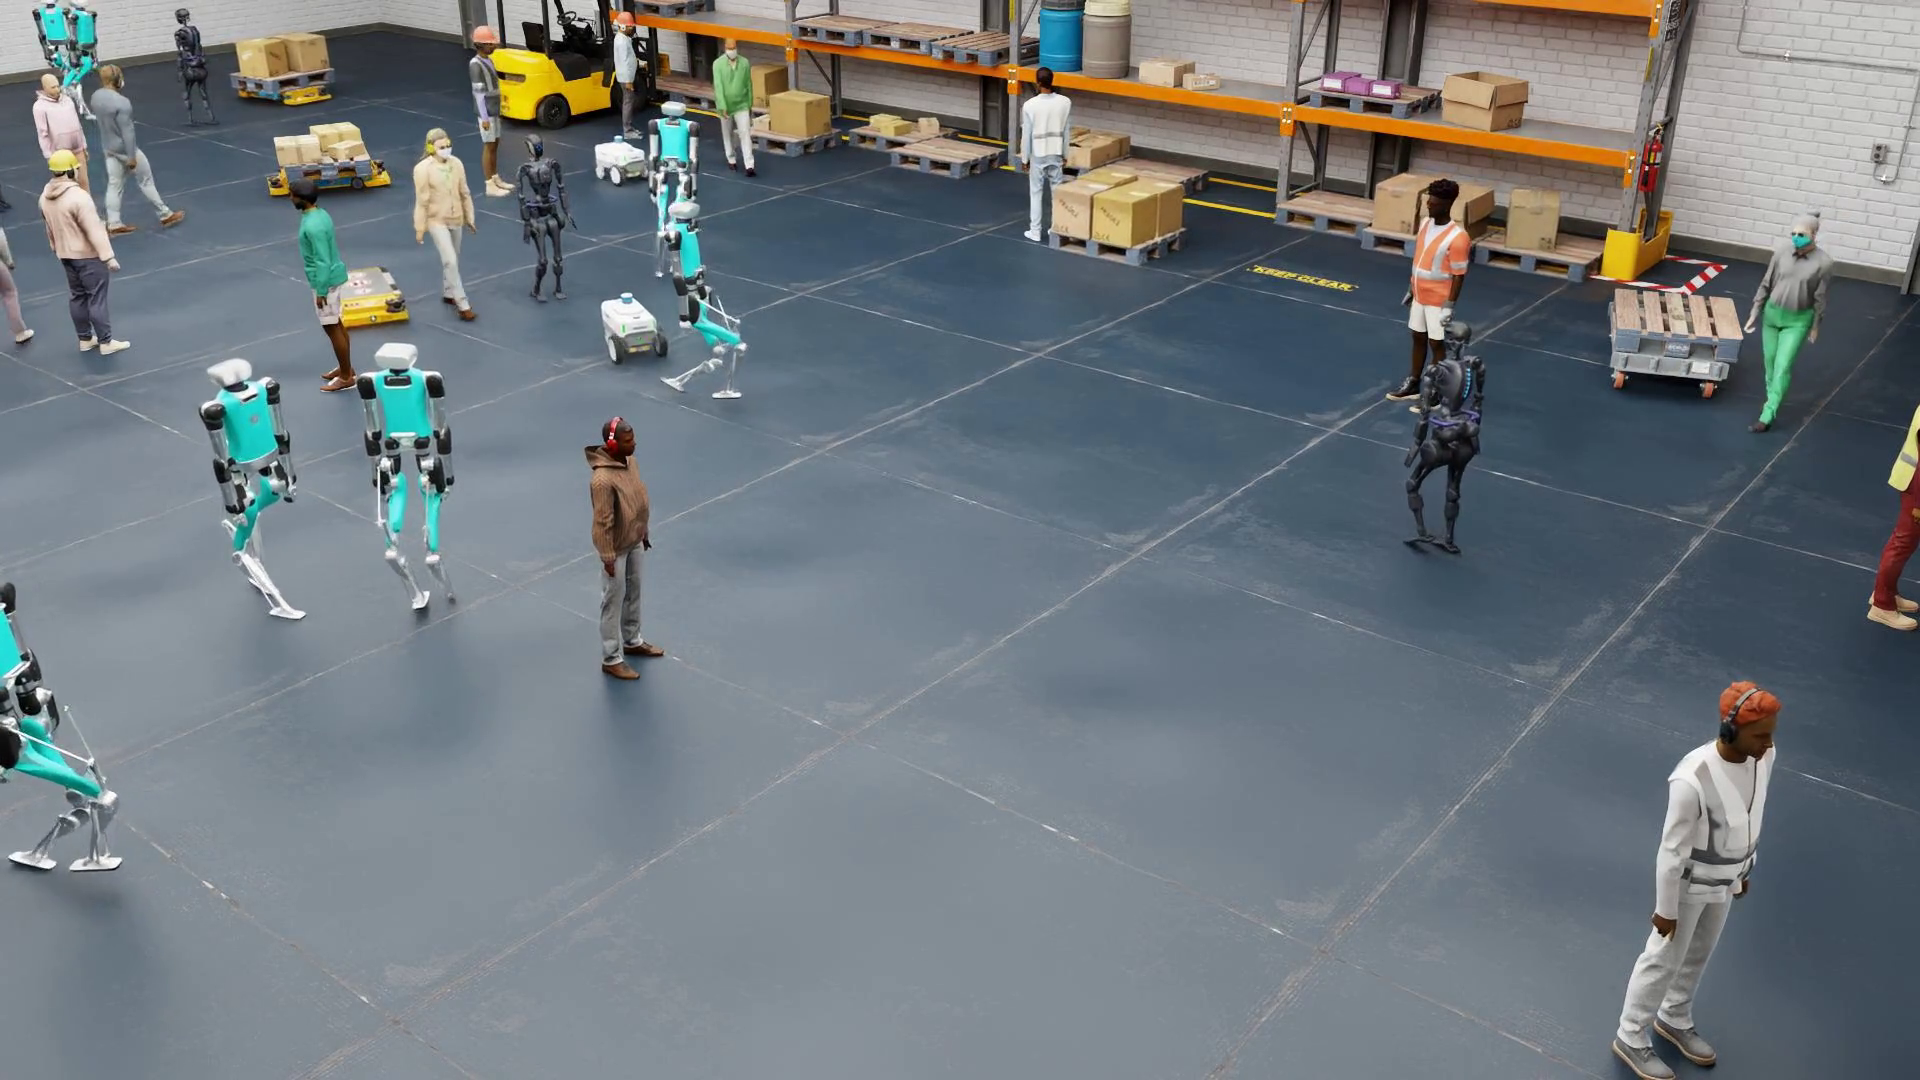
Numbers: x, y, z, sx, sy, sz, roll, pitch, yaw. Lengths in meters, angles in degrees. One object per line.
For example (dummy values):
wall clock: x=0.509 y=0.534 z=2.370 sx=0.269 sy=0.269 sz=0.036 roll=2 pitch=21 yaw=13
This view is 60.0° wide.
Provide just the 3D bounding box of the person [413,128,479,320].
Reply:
person: x=-4.940 y=-3.061 z=16.125 sx=0.932 sy=1.825 sz=0.614 roll=19 pitch=31 yaw=33

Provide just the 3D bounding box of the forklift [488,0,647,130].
forklift: x=-5.874 y=-7.334 z=24.552 sx=1.214 sy=2.155 sz=2.313 roll=19 pitch=32 yaw=34

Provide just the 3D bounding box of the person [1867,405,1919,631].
person: x=6.047 y=-0.306 z=10.479 sx=0.365 sy=1.767 sz=0.478 roll=15 pitch=29 yaw=28

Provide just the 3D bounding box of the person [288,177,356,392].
person: x=-5.457 y=-2.200 z=14.310 sx=0.383 sy=1.847 sz=0.510 roll=-6 pitch=27 yaw=-13

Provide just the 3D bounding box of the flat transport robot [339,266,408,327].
flat transport robot: x=-5.980 y=-2.445 z=16.634 sx=0.659 sy=0.231 sz=1.431 roll=-12 pitch=28 yaw=-23

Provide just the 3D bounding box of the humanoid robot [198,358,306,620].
humanoid robot: x=-4.625 y=-0.352 z=10.644 sx=0.886 sy=1.783 sz=0.567 roll=15 pitch=30 yaw=29

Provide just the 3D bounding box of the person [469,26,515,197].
person: x=-5.758 y=-5.266 z=20.444 sx=0.392 sy=2.038 sz=0.613 roll=-1 pitch=26 yaw=-1

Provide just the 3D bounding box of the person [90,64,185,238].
person: x=-9.463 y=-4.431 z=18.888 sx=0.629 sy=1.892 sz=0.906 roll=13 pitch=29 yaw=25

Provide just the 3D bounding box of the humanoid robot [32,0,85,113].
humanoid robot: x=-13.465 y=-7.286 z=25.049 sx=0.532 sy=1.842 sz=0.775 roll=-7 pitch=27 yaw=-14

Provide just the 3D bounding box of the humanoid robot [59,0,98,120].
humanoid robot: x=-13.051 y=-7.044 z=24.465 sx=0.815 sy=1.766 sz=0.636 roll=5 pitch=26 yaw=10

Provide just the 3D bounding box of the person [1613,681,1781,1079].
person: x=3.042 y=1.402 z=6.827 sx=0.565 sy=1.878 sz=0.353 roll=-16 pitch=30 yaw=-30

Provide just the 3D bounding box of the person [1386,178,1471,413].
person: x=3.924 y=-2.033 z=13.831 sx=0.369 sy=1.966 sz=0.600 roll=-9 pitch=27 yaw=-19

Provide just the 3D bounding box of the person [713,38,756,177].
person: x=-2.890 y=-5.567 z=21.412 sx=0.523 sy=1.728 sz=0.931 roll=-7 pitch=27 yaw=-14

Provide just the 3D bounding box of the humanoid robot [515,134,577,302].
humanoid robot: x=-4.144 y=-3.236 z=16.655 sx=0.333 sy=1.649 sz=0.600 roll=20 pitch=32 yaw=35

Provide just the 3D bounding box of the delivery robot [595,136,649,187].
delivery robot: x=-4.341 y=-4.855 z=21.316 sx=0.499 sy=0.612 sz=0.816 roll=-23 pitch=34 yaw=-39

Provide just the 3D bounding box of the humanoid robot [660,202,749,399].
humanoid robot: x=-2.102 y=-1.948 z=13.910 sx=1.009 sy=1.734 sz=0.560 roll=4 pitch=26 yaw=9

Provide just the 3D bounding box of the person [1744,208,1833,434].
person: x=6.775 y=-1.841 z=13.626 sx=0.903 sy=1.808 sz=0.521 roll=-19 pitch=32 yaw=-34

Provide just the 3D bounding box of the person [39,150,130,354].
person: x=-8.020 y=-2.607 z=15.148 sx=0.792 sy=1.859 sz=0.431 roll=14 pitch=29 yaw=26

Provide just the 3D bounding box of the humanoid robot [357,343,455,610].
humanoid robot: x=-3.492 y=-0.296 z=10.514 sx=0.537 sy=1.803 sz=0.717 roll=-2 pitch=26 yaw=-5

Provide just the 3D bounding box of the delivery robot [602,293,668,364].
delivery robot: x=-3.035 y=-1.956 z=15.311 sx=0.499 sy=0.611 sz=0.809 roll=-12 pitch=28 yaw=-24

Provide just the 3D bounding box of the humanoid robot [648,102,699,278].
humanoid robot: x=-3.013 y=-3.602 z=17.360 sx=0.606 sy=1.792 sz=0.836 roll=-1 pitch=26 yaw=-2

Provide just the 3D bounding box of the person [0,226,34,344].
person: x=-8.884 y=-2.519 z=15.138 sx=0.530 sy=1.692 sz=0.879 roll=-1 pitch=26 yaw=-3

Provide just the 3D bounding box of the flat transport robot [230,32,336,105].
flat transport robot: x=-10.630 y=-7.054 z=26.178 sx=1.431 sy=0.231 sz=0.659 roll=16 pitch=30 yaw=30

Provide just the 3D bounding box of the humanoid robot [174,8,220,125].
humanoid robot: x=-11.171 y=-6.881 z=24.199 sx=0.473 sy=1.646 sz=0.586 roll=5 pitch=26 yaw=10

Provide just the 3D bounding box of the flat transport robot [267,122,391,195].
flat transport robot: x=-8.011 y=-4.597 z=21.090 sx=1.431 sy=0.231 sz=0.659 roll=-11 pitch=28 yaw=-21

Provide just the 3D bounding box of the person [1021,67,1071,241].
person: x=0.960 y=-4.303 z=18.602 sx=0.592 sy=1.910 sz=0.386 roll=-9 pitch=27 yaw=-19

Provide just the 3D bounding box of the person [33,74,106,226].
person: x=-10.234 y=-4.422 z=19.001 sx=0.417 sy=1.774 sz=0.536 roll=14 pitch=29 yaw=26

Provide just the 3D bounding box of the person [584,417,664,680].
person: x=-2.022 y=0.038 z=9.910 sx=0.308 sy=1.647 sz=0.464 roll=9 pitch=27 yaw=17

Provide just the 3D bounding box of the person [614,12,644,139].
person: x=-4.668 y=-6.538 z=23.421 sx=0.350 sy=1.738 sz=0.572 roll=-5 pitch=26 yaw=-11

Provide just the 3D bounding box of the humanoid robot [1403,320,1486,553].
humanoid robot: x=3.348 y=-0.706 z=11.410 sx=0.611 sy=1.645 sz=0.370 roll=-13 pitch=29 yaw=-25

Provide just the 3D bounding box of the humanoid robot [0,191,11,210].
humanoid robot: x=-11.700 y=-4.737 z=19.779 sx=0.397 sy=1.655 sz=0.602 roll=7 pitch=27 yaw=15

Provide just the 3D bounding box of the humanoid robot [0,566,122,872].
humanoid robot: x=-4.371 y=0.936 z=7.976 sx=0.880 sy=1.797 sz=0.548 roll=1 pitch=26 yaw=3
